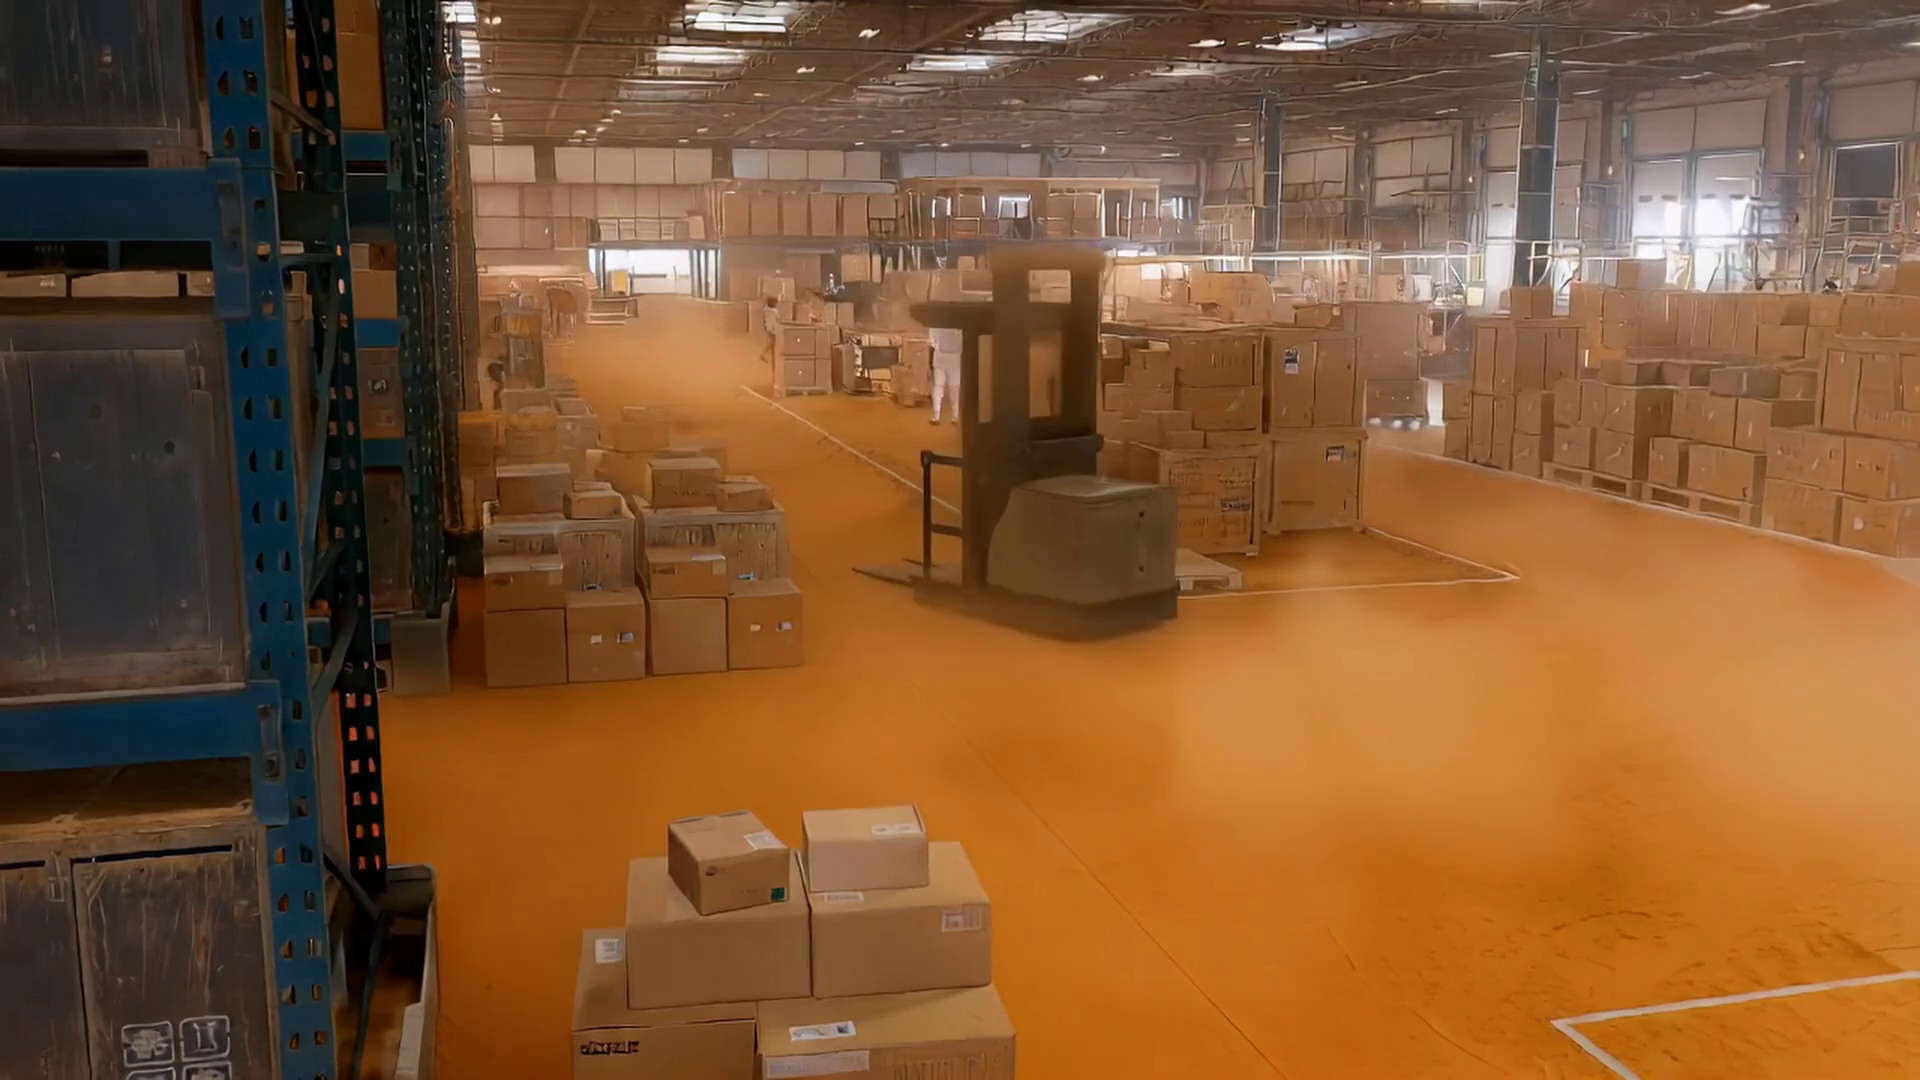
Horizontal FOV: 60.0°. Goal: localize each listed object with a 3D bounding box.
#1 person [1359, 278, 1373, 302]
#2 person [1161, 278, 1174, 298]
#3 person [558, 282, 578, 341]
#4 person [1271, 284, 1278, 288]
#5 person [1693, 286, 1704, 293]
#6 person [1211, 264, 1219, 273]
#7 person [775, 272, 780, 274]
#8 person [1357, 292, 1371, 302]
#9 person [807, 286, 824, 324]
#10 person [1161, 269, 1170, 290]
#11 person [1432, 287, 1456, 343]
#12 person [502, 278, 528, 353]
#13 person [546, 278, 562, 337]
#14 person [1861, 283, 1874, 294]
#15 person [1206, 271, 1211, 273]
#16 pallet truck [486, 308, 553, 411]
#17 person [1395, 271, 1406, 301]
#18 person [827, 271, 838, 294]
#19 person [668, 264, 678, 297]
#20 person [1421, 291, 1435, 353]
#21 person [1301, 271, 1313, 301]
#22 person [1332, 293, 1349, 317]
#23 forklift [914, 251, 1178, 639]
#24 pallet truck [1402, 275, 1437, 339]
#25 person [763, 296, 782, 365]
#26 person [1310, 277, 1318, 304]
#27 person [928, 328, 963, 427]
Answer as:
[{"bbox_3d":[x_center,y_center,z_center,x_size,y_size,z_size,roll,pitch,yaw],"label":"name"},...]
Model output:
[{"bbox_3d":[13.383,-7.762,55.130,0.751,1.817,0.633,7,12,34],"label":"person"},{"bbox_3d":[6.705,-7.477,53.348,0.588,1.886,0.992,5,11,25],"label":"person"},{"bbox_3d":[-12.002,-6.985,50.868,0.608,1.777,0.957,-1,10,-7],"label":"person"},{"bbox_3d":[9.276,-6.659,49.071,0.536,1.758,0.413,-2,10,-11],"label":"person"},{"bbox_3d":[17.800,-5.196,40.334,0.644,1.911,0.674,3,10,17],"label":"person"},{"bbox_3d":[13.310,-13.535,87.461,0.632,1.960,0.975,6,11,29],"label":"person"},{"bbox_3d":[-7.207,-9.608,65.492,0.330,1.860,0.503,-10,14,-43],"label":"person"},{"bbox_3d":[8.516,-4.375,35.727,0.899,1.906,0.547,5,11,27],"label":"person"},{"bbox_3d":[-3.371,-5.048,39.429,0.379,1.937,0.548,6,12,33],"label":"person"},{"bbox_3d":[8.707,-10.529,70.469,0.366,1.935,0.630,-1,10,-6],"label":"person"},{"bbox_3d":[14.340,-6.631,49.126,0.769,1.663,0.553,0,10,0],"label":"person"},{"bbox_3d":[-11.894,-5.963,44.314,0.700,2.000,0.619,1,10,6],"label":"person"},{"bbox_3d":[-12.841,-7.346,52.647,0.523,1.865,0.317,-1,10,-7],"label":"person"},{"bbox_3d":[23.404,-5.637,42.795,0.644,1.923,0.567,9,14,42],"label":"person"},{"bbox_3d":[9.906,-9.728,66.034,0.590,1.905,0.781,-5,11,-26],"label":"person"},{"bbox_3d":[-6.242,-2.418,24.362,0.823,1.965,1.885,1,10,3],"label":"pallet truck"},{"bbox_3d":[17.401,-9.712,65.968,0.350,1.898,0.717,6,12,32],"label":"person"},{"bbox_3d":[-4.417,-8.287,57.517,0.402,2.035,0.601,0,10,2],"label":"person"},{"bbox_3d":[-16.326,-14.765,94.610,0.577,1.882,0.361,-2,10,-11],"label":"person"},{"bbox_3d":[10.790,-4.865,38.701,0.504,1.827,0.418,7,12,33],"label":"person"},{"bbox_3d":[13.237,-9.261,63.271,0.602,1.942,0.401,-7,12,-36],"label":"person"},{"bbox_3d":[7.926,-4.199,34.693,0.391,1.913,0.587,-4,11,-22],"label":"person"},{"bbox_3d":[0.674,-0.802,12.713,1.129,2.768,1.873,-9,13,-41],"label":"forklift"},{"bbox_3d":[14.620,-7.324,52.145,0.823,1.965,1.885,8,13,40],"label":"pallet truck"},{"bbox_3d":[-4.498,-5.058,40.208,0.538,1.684,0.363,8,13,38],"label":"person"},{"bbox_3d":[12.974,-8.770,61.052,0.292,1.745,0.487,0,10,-2],"label":"person"},{"bbox_3d":[-0.218,-2.788,26.545,0.613,1.963,0.361,2,10,10],"label":"person"}]
